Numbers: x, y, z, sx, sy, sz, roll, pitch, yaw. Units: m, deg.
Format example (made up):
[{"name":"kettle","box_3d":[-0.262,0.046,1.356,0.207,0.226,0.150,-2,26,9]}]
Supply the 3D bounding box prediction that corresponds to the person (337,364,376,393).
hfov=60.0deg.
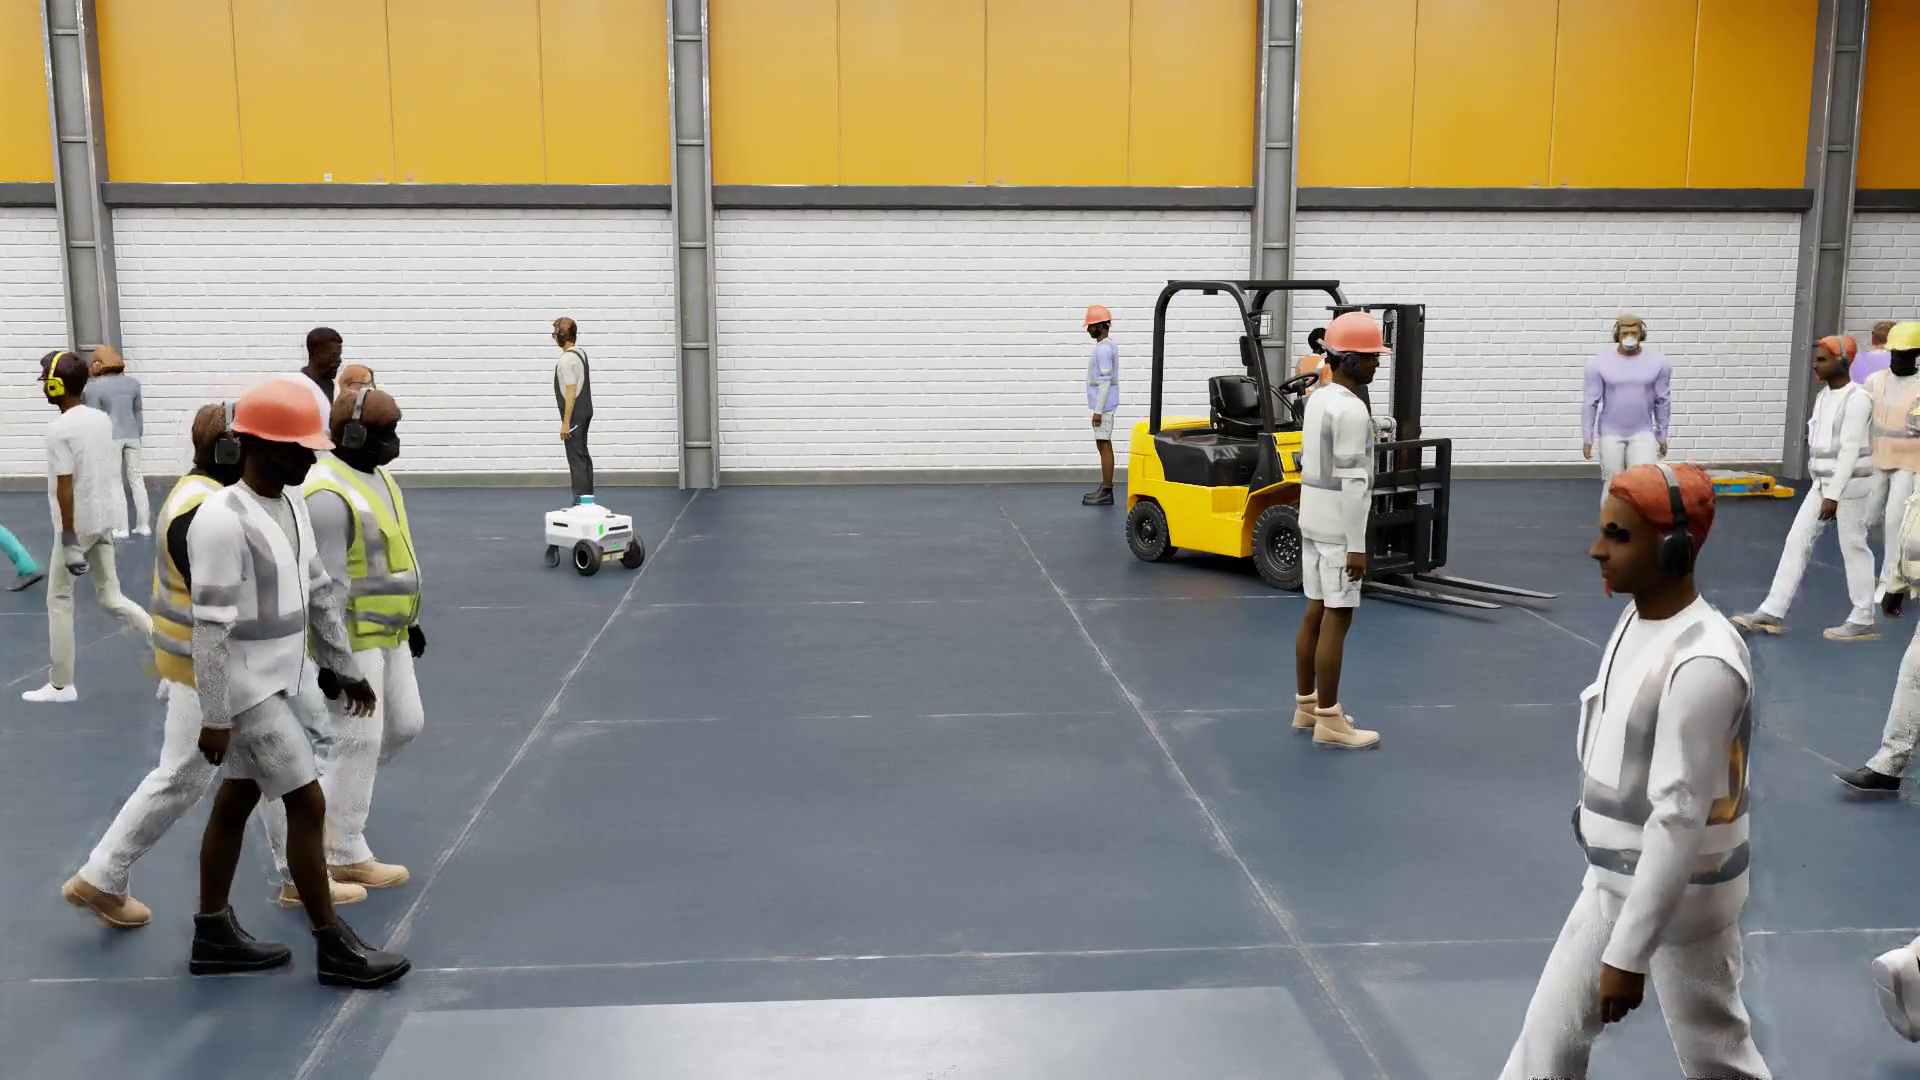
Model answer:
[{"name":"person","box_3d":[-4.075,-0.374,11.228,0.383,1.626,0.513,2,9,10]}]

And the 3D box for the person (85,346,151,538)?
[{"name":"person","box_3d":[-7.123,-0.825,14.061,0.309,1.623,0.499,5,10,29]}]

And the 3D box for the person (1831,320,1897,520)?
[{"name":"person","box_3d":[8.122,-1.050,14.854,0.788,1.824,0.564,-4,10,-22]}]

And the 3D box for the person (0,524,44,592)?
[{"name":"person","box_3d":[-6.884,-0.479,11.552,0.886,1.725,0.534,-3,9,-16]}]

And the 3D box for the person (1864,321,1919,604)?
[{"name":"person","box_3d":[6.376,-0.524,11.249,0.551,1.909,0.602,-4,10,-24]}]

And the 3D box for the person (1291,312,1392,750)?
[{"name":"person","box_3d":[1.802,-0.046,7.842,0.397,2.043,0.610,-1,9,-6]}]

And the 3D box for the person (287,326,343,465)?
[{"name":"person","box_3d":[-4.128,-0.410,10.598,0.463,1.893,0.630,0,9,2]}]

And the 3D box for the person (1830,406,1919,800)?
[{"name":"person","box_3d":[4.055,0.206,7.013,0.817,1.798,0.619,1,9,7]}]

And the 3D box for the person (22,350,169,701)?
[{"name":"person","box_3d":[-4.447,-0.051,8.549,0.855,1.837,0.523,1,9,9]}]

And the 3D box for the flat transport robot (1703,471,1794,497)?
[{"name":"flat transport robot","box_3d":[7.462,-0.554,16.577,1.431,0.197,0.652,-1,9,-9]}]

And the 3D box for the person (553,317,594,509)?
[{"name":"person","box_3d":[-3.485,-1.078,14.952,0.351,1.842,0.507,1,9,4]}]

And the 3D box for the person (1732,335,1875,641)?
[{"name":"person","box_3d":[5.163,-0.299,10.012,0.892,1.846,0.595,0,9,0]}]

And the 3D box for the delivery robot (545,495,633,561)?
[{"name":"delivery robot","box_3d":[-2.793,-0.093,12.502,0.707,0.478,0.477,7,12,39]}]

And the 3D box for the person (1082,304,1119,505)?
[{"name":"person","box_3d":[1.348,-1.296,16.036,0.369,1.933,0.543,2,9,9]}]

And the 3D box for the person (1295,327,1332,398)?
[{"name":"person","box_3d":[3.593,-1.303,16.841,0.317,1.693,0.534,-5,10,-27]}]

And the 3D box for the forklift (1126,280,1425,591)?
[{"name":"forklift","box_3d":[2.301,-0.860,12.475,1.214,2.155,2.313,-6,11,-35]}]

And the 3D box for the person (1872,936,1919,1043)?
[{"name":"person","box_3d":[2.944,0.589,4.490,0.673,1.837,0.528,0,9,2]}]

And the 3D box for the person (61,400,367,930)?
[{"name":"person","box_3d":[-2.583,0.430,5.635,0.921,1.807,0.629,-2,9,-14]}]

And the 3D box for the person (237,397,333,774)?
[{"name":"person","box_3d":[-3.103,0.191,7.443,0.912,1.689,0.488,4,10,25]}]

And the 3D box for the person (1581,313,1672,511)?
[{"name":"person","box_3d":[5.133,-0.782,12.841,0.660,1.917,0.632,2,9,15]}]

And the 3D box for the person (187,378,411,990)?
[{"name":"person","box_3d":[-2.070,0.452,5.164,0.847,1.889,0.575,0,9,-3]}]

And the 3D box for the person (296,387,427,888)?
[{"name":"person","box_3d":[-2.234,0.354,6.064,0.534,1.816,0.635,0,9,-2]}]

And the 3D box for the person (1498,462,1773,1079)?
[{"name":"person","box_3d":[1.414,0.747,3.523,1.002,1.827,0.605,1,9,5]}]
